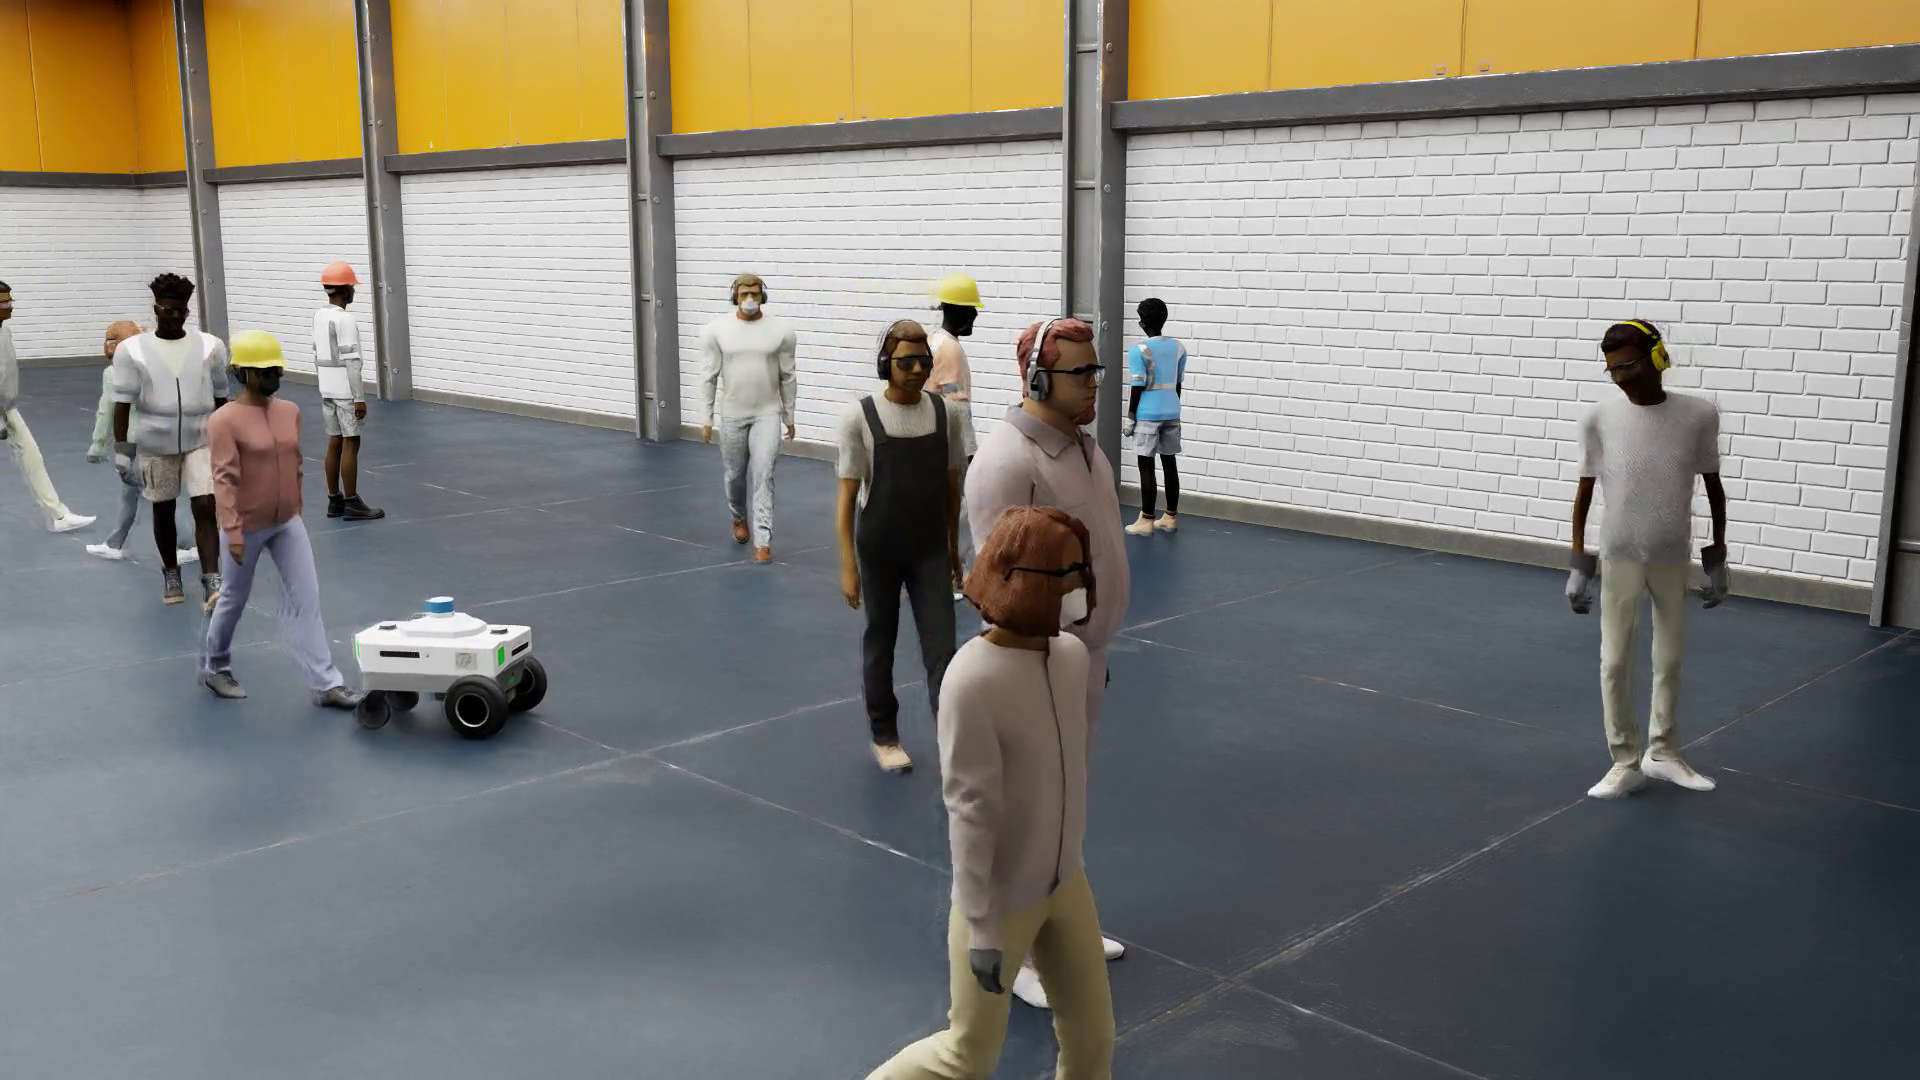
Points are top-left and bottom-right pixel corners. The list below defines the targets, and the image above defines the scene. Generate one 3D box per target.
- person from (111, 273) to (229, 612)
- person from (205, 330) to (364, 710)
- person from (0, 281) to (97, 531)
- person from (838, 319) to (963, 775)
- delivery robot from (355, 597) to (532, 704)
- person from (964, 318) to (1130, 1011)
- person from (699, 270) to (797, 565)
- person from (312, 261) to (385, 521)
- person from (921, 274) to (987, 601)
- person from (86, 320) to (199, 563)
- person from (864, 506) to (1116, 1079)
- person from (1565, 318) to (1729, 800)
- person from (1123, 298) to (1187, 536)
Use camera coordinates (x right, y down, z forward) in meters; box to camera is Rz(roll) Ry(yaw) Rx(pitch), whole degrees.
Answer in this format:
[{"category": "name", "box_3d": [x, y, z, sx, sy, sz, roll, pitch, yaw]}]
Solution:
[{"category": "person", "box_3d": [-4.424, -0.535, 9.395, 0.646, 1.907, 0.993, -6, 12, -31]}, {"category": "person", "box_3d": [-3.145, -0.086, 7.501, 0.928, 1.716, 0.541, 5, 12, 27]}, {"category": "person", "box_3d": [-6.770, -0.926, 11.812, 0.957, 1.816, 0.533, 0, 10, 1]}, {"category": "person", "box_3d": [-0.175, 0.083, 6.308, 0.547, 1.807, 0.918, -4, 11, -20]}, {"category": "delivery robot", "box_3d": [-2.252, 0.492, 7.260, 0.707, 0.478, 0.477, 2, 10, 9]}, {"category": "person", "box_3d": [0.272, 0.335, 4.683, 0.409, 1.907, 0.651, 5, 12, 25]}, {"category": "person", "box_3d": [-1.408, -0.840, 11.103, 0.644, 1.918, 0.894, -2, 11, -8]}, {"category": "person", "box_3d": [-4.610, -1.113, 12.495, 0.552, 1.936, 0.362, 10, 14, 43]}, {"category": "person", "box_3d": [-0.013, -0.575, 9.665, 0.621, 1.905, 0.592, 0, 10, 1]}, {"category": "person", "box_3d": [-5.355, -0.627, 10.806, 0.861, 1.583, 0.504, 1, 10, 6]}, {"category": "person", "box_3d": [0.073, 0.711, 3.452, 0.729, 1.606, 0.499, 8, 13, 37]}, {"category": "person", "box_3d": [2.618, 0.081, 6.304, 0.618, 1.829, 0.460, 3, 11, 14]}, {"category": "person", "box_3d": [1.382, -0.872, 11.848, 0.531, 1.692, 0.320, -8, 13, -38]}]
